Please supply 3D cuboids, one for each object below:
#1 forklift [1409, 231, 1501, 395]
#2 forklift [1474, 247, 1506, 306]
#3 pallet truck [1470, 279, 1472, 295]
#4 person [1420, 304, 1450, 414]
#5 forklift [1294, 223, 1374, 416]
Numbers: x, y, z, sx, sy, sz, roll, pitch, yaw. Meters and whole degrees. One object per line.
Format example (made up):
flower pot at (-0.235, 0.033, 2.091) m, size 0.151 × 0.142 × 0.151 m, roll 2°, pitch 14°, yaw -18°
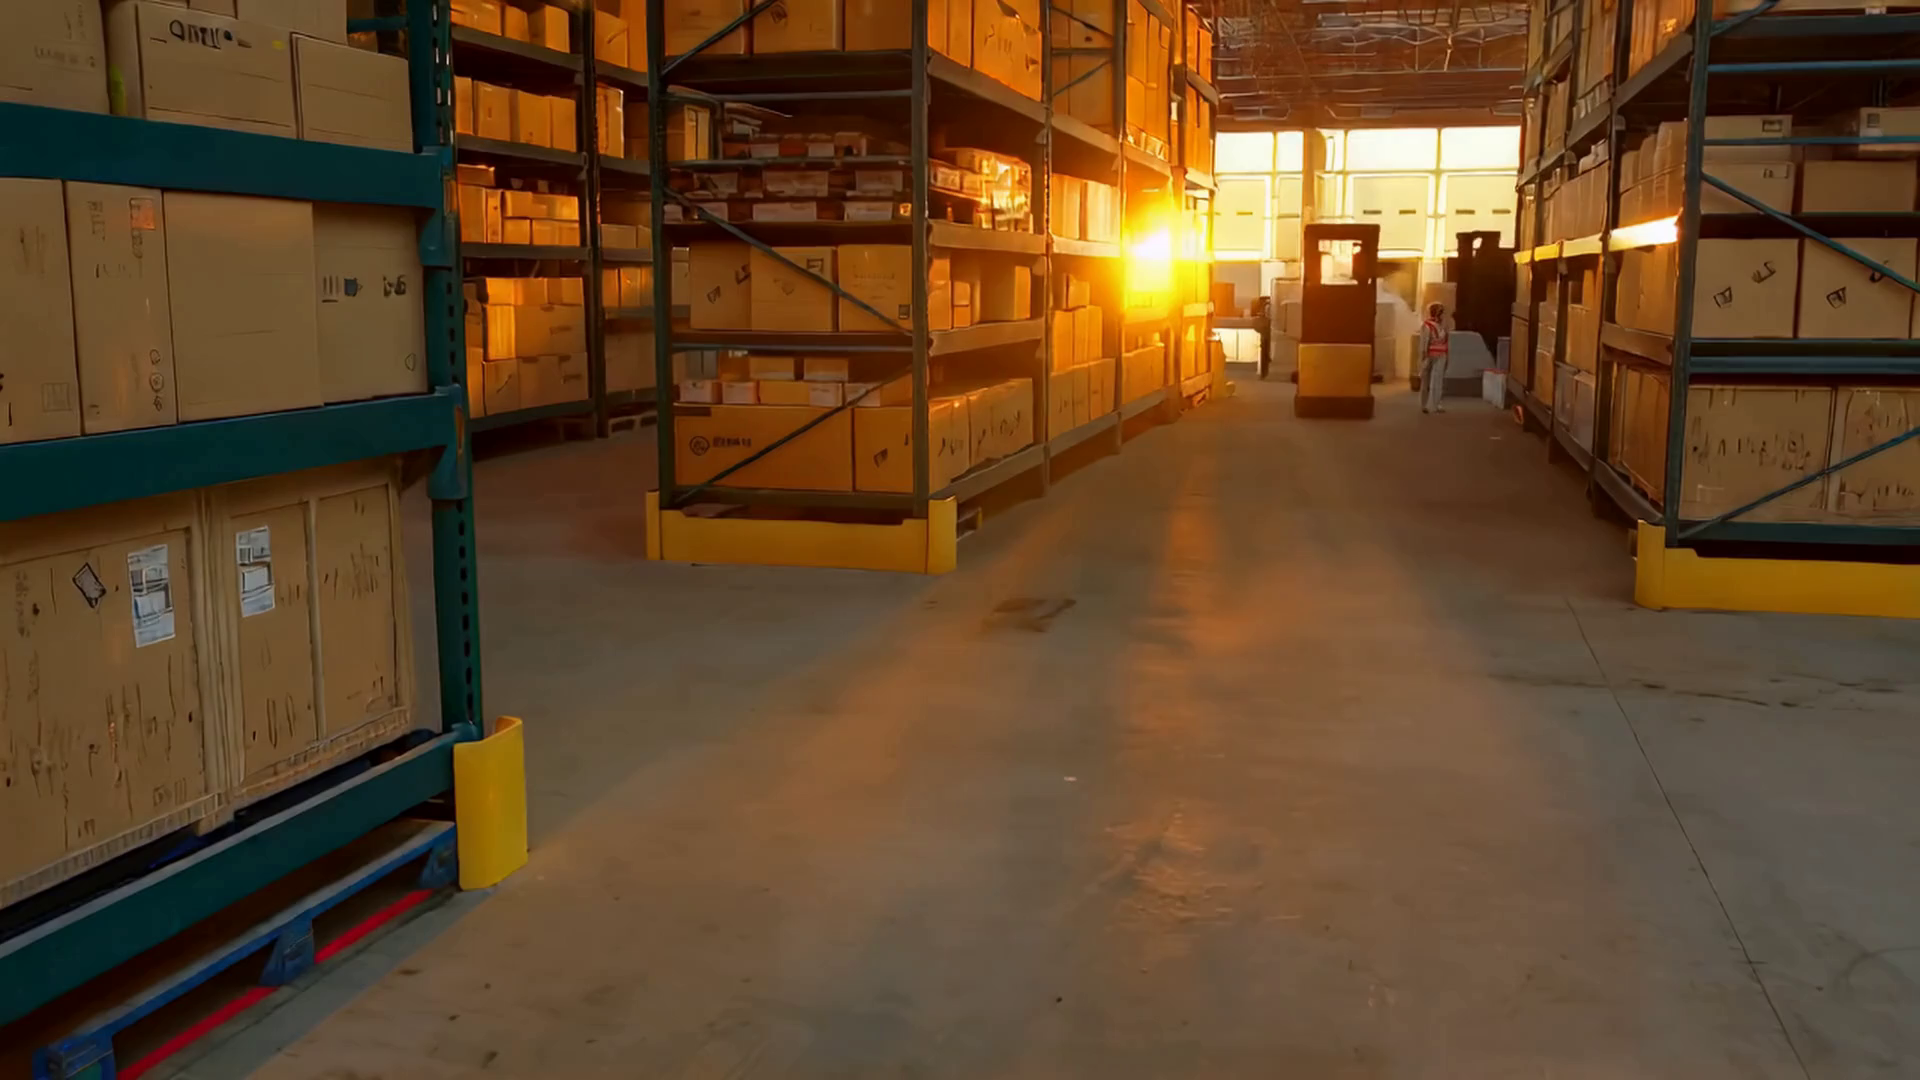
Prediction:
forklift at (8.928, -3.957, 28.909) m, size 1.873 × 2.768 × 1.129 m, roll -2°, pitch 9°, yaw -15°
forklift at (13.730, -6.220, 43.289) m, size 1.873 × 2.768 × 1.129 m, roll -3°, pitch 9°, yaw -17°
pallet truck at (18.896, -8.459, 60.307) m, size 1.885 × 1.965 × 0.823 m, roll 5°, pitch 10°, yaw 31°
person at (7.080, -2.694, 24.814) m, size 0.522 × 1.640 × 0.306 m, roll -4°, pitch 10°, yaw -25°
forklift at (5.596, -3.285, 24.642) m, size 1.129 × 2.768 × 1.873 m, roll 2°, pitch 9°, yaw 15°
